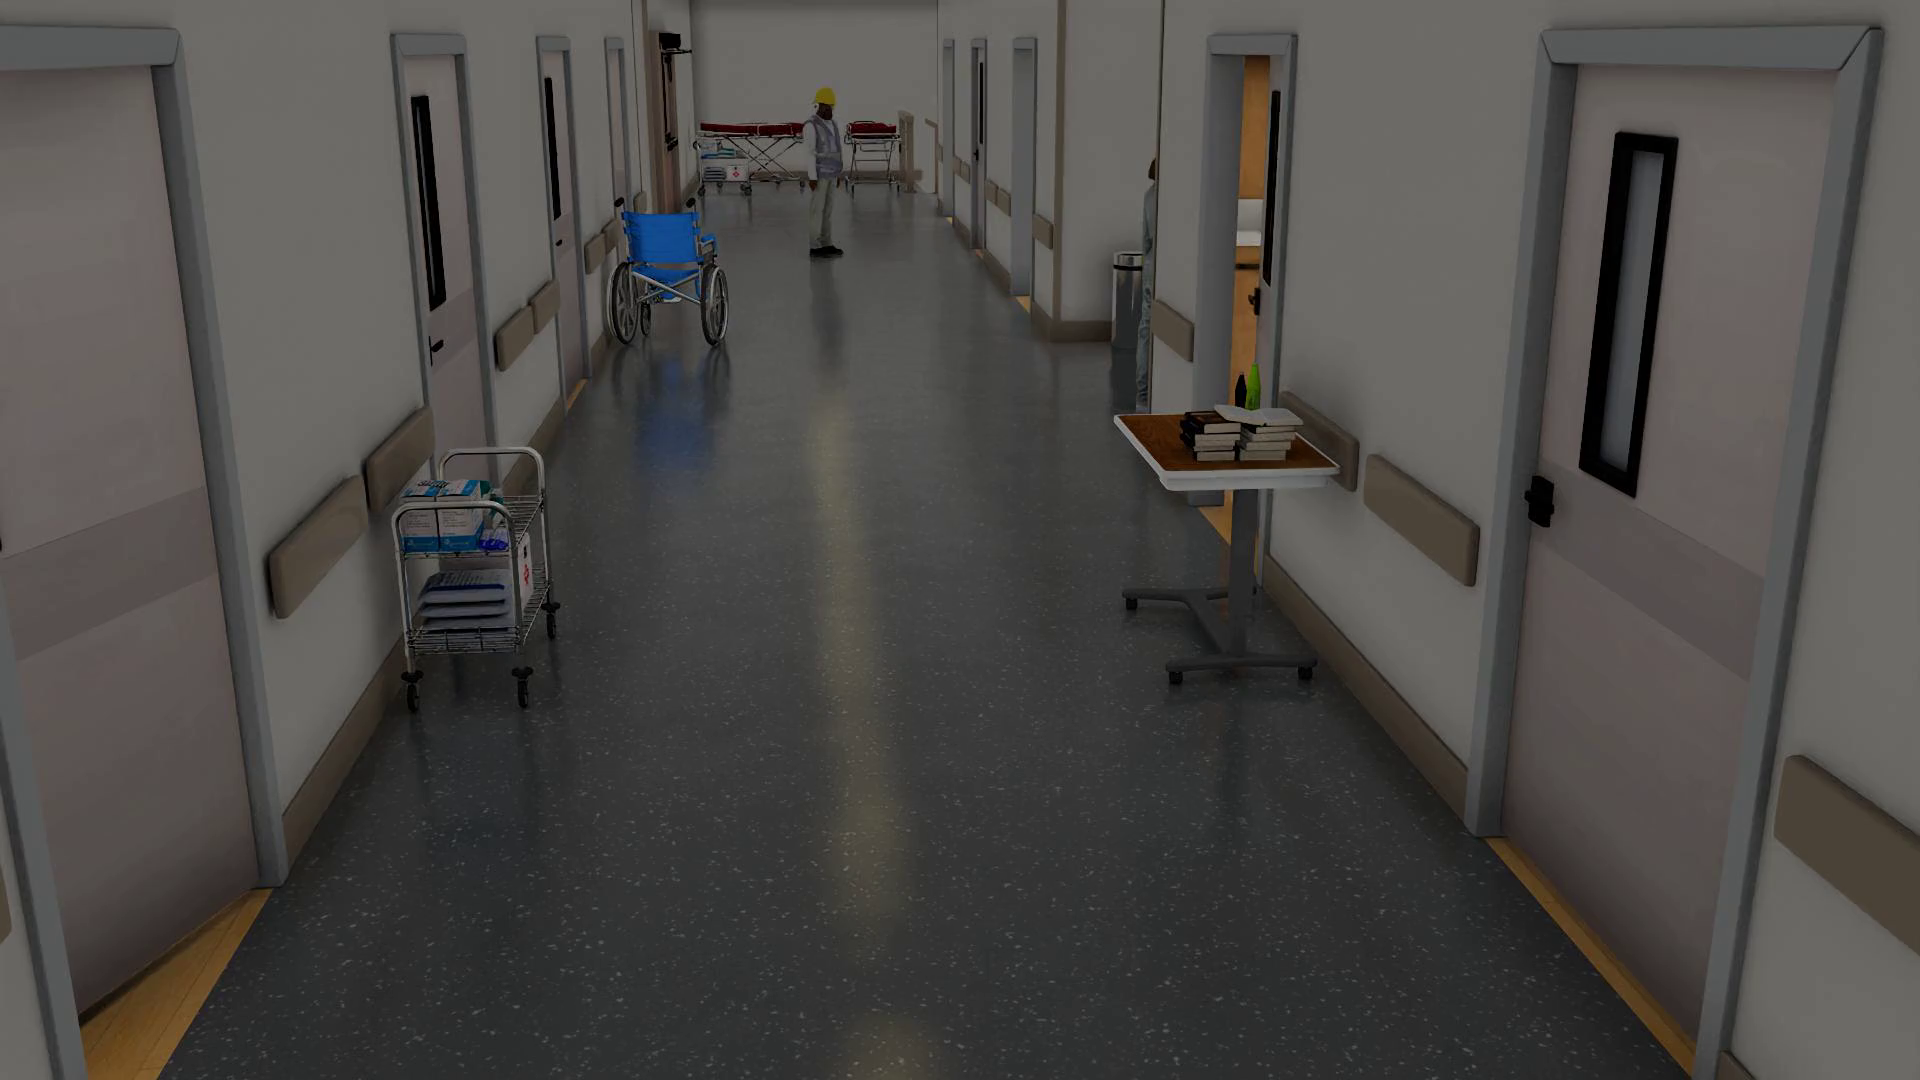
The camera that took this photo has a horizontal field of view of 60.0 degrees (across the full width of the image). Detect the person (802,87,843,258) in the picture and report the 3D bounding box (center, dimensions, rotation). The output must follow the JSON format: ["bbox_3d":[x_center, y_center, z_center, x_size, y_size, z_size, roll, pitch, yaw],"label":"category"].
[{"bbox_3d":[-1.487,-4.039,18.310,0.403,1.827,0.599,7,18,23],"label":"person"}]
